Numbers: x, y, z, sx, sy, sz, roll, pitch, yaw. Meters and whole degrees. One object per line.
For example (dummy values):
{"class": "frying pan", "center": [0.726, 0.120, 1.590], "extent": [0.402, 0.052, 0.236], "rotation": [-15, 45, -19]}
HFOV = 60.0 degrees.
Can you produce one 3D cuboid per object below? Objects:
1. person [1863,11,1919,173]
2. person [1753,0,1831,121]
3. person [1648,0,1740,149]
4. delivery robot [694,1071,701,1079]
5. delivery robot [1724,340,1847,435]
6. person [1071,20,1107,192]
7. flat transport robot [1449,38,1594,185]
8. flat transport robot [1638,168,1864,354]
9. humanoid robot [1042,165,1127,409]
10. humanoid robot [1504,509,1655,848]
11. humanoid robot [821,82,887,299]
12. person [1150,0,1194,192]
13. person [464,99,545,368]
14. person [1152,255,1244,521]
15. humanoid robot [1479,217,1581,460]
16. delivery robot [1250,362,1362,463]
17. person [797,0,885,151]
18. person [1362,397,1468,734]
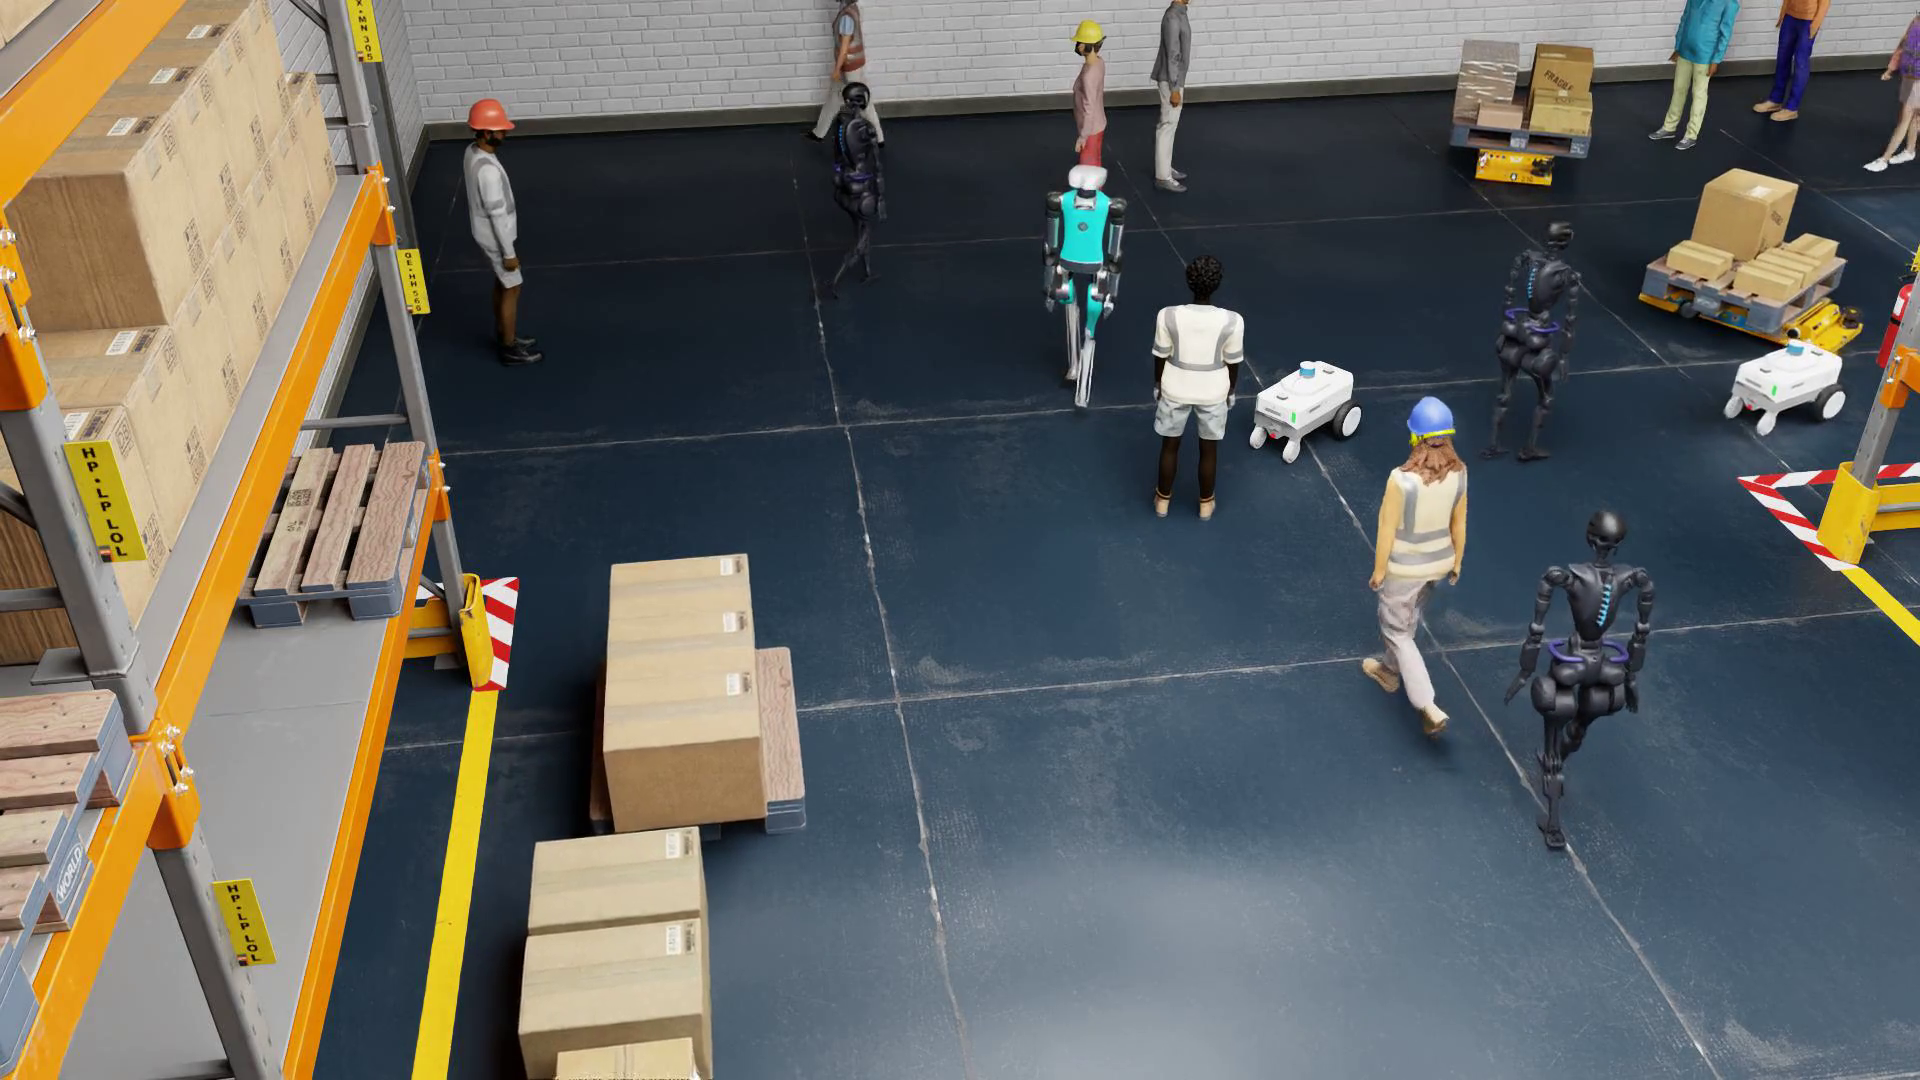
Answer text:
{"class": "person", "center": [8.517, -4.145, 14.906], "extent": [0.819, 1.632, 0.488], "rotation": [-10, 34, -15]}
{"class": "person", "center": [8.130, -5.072, 16.074], "extent": [0.404, 1.972, 0.518], "rotation": [-11, 35, -16]}
{"class": "person", "center": [6.840, -4.531, 15.436], "extent": [0.324, 1.751, 0.558], "rotation": [-15, 36, -22]}
{"class": "delivery robot", "center": [-0.993, 2.266, 6.112], "extent": [0.525, 0.587, 0.741], "rotation": [-21, 38, -28]}
{"class": "delivery robot", "center": [5.587, -1.061, 11.231], "extent": [0.805, 0.609, 0.499], "rotation": [-17, 37, -24]}
{"class": "person", "center": [1.039, -3.373, 13.650], "extent": [0.315, 1.769, 0.522], "rotation": [7, 34, 10]}
{"class": "flat transport robot", "center": [5.157, -3.647, 15.441], "extent": [0.659, 0.231, 1.431], "rotation": [9, 34, 14]}
{"class": "flat transport robot", "center": [5.960, -1.759, 12.548], "extent": [0.659, 0.231, 1.431], "rotation": [-28, 42, -36]}
{"class": "humanoid robot", "center": [0.835, -1.742, 11.167], "extent": [0.547, 1.728, 0.976], "rotation": [6, 34, 9]}
{"class": "humanoid robot", "center": [2.833, 0.605, 7.660], "extent": [0.610, 1.633, 0.662], "rotation": [-1, 33, -1]}
{"class": "humanoid robot", "center": [-0.852, -2.675, 12.689], "extent": [0.710, 1.635, 0.597], "rotation": [-24, 40, -32]}
{"class": "person", "center": [1.853, -4.005, 14.500], "extent": [0.395, 1.898, 0.528], "rotation": [4, 33, 6]}
{"class": "person", "center": [-3.195, -2.129, 11.604], "extent": [0.387, 1.922, 0.549], "rotation": [-14, 36, -21]}
{"class": "person", "center": [1.396, -0.883, 9.905], "extent": [0.535, 1.692, 0.319], "rotation": [6, 34, 8]}
{"class": "humanoid robot", "center": [3.596, -1.257, 10.492], "extent": [0.357, 1.656, 0.599], "rotation": [-18, 37, -26]}
{"class": "delivery robot", "center": [2.263, -0.894, 10.949], "extent": [0.774, 0.581, 0.499], "rotation": [-29, 43, -36]}
{"class": "person", "center": [-1.109, -4.398, 15.322], "extent": [0.855, 1.641, 0.452], "rotation": [-2, 33, -3]}
{"class": "person", "center": [2.315, 0.174, 8.241], "extent": [0.474, 1.736, 0.755], "rotation": [-11, 35, -16]}
